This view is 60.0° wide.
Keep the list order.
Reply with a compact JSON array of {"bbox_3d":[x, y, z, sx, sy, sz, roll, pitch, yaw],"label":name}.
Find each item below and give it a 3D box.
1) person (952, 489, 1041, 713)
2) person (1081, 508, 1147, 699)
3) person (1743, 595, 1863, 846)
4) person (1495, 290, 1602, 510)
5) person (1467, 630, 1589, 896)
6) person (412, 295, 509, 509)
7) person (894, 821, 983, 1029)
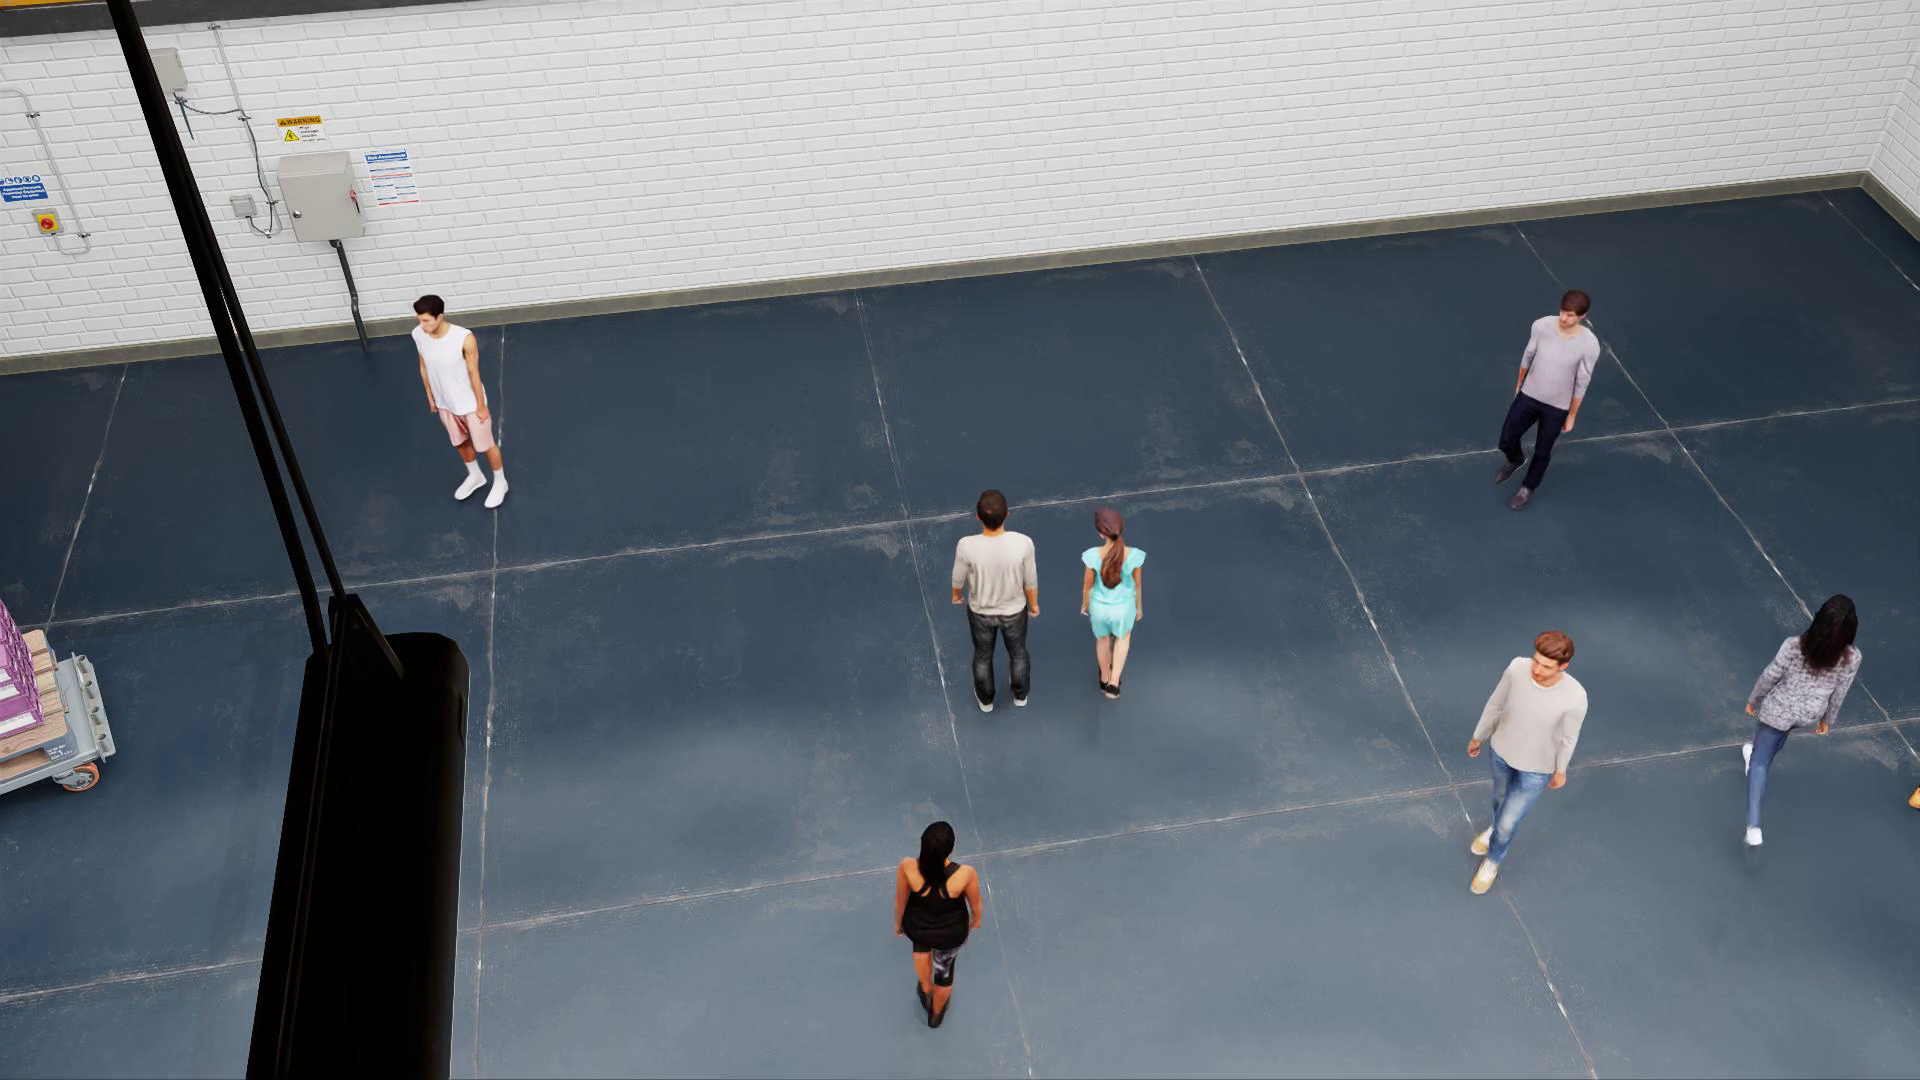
[{"bbox_3d":[0.222,0.438,10.242,0.734,1.805,0.655,0,44,0],"label":"person"},{"bbox_3d":[0.950,0.455,10.416,0.671,1.540,0.779,5,44,6],"label":"person"},{"bbox_3d":[4.823,1.063,9.667,0.944,1.692,1.248,9,44,9],"label":"person"},{"bbox_3d":[4.190,-1.029,11.763,0.797,1.832,0.863,29,51,27],"label":"person"},{"bbox_3d":[3.239,1.158,9.430,0.953,1.883,0.900,-33,53,-30],"label":"person"},{"bbox_3d":[-3.529,-1.015,11.785,0.737,1.780,0.743,13,45,14],"label":"person"},{"bbox_3d":[-0.139,2.055,8.652,0.681,1.656,0.671,6,44,6],"label":"person"}]
